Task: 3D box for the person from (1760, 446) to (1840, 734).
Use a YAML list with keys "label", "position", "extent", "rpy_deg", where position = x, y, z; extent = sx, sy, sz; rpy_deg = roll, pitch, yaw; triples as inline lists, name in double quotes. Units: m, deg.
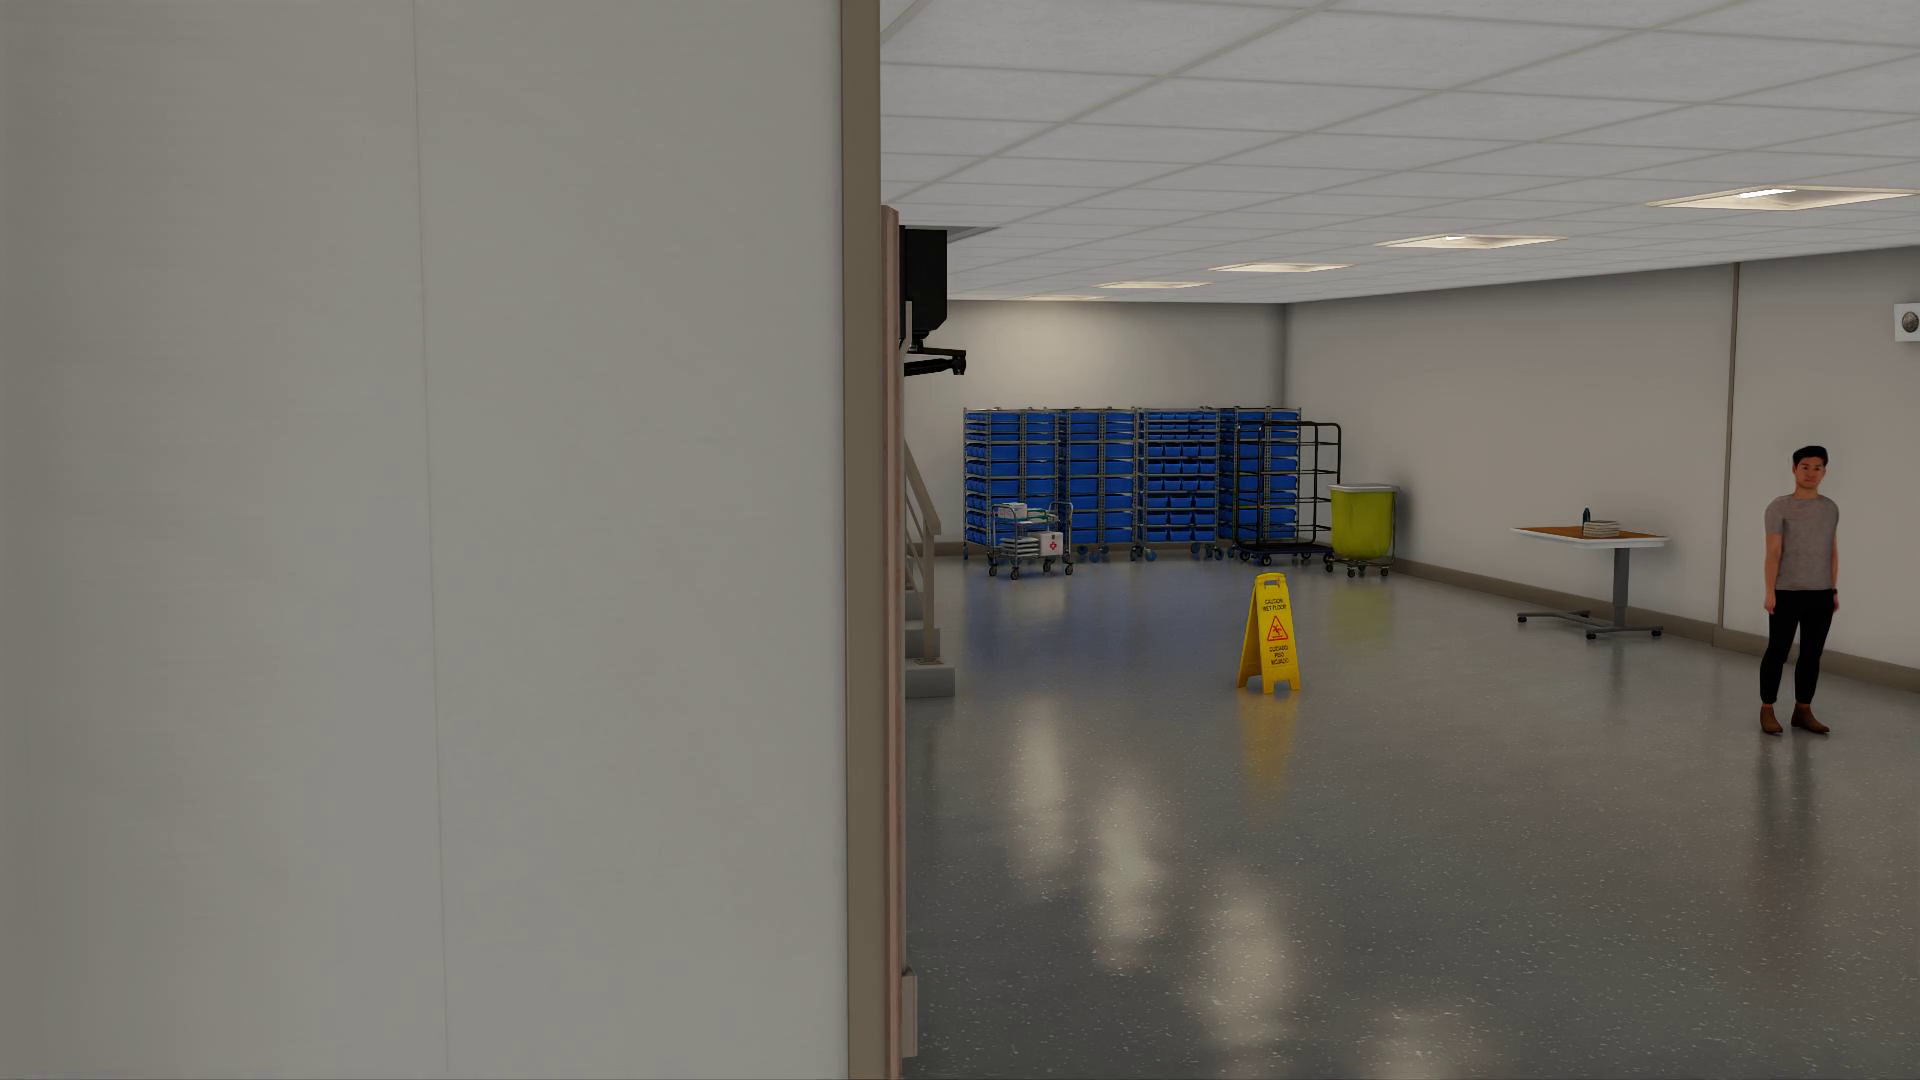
- label: "person"
  position: [5.023, 0.288, 9.931]
  extent: [0.646, 1.717, 0.582]
  rpy_deg: [0, 6, -4]
